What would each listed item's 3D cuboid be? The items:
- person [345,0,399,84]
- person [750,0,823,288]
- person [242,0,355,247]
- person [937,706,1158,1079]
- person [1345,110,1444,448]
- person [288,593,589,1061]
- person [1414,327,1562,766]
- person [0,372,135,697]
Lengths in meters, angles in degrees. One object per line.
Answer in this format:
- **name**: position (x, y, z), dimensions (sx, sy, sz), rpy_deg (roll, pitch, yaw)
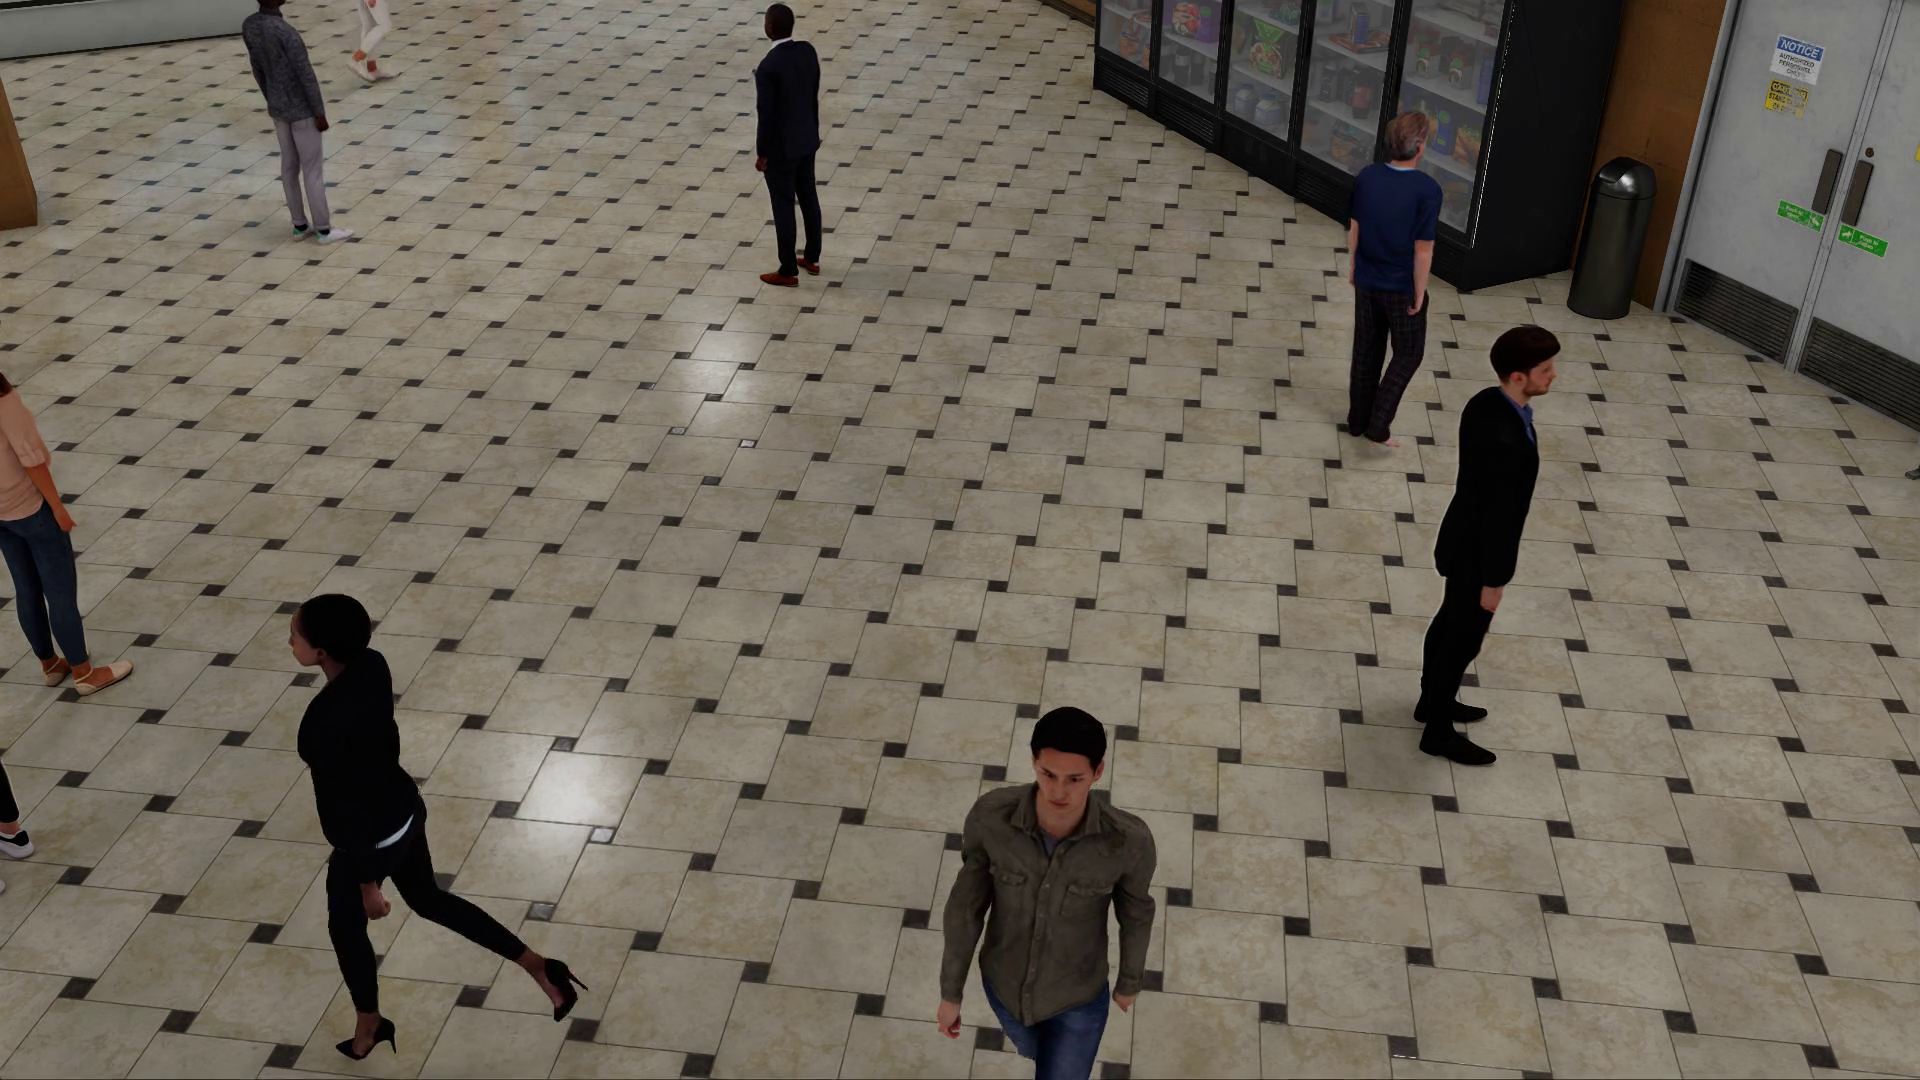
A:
- **person**: position (-5.299, -4.828, 14.562), dimensions (0.776, 1.681, 0.667), rpy_deg (-18, 36, -26)
- **person**: position (-1.101, -2.545, 10.757), dimensions (0.841, 1.824, 0.703), rpy_deg (24, 39, 34)
- **person**: position (-4.577, -2.942, 11.383), dimensions (0.764, 1.837, 0.771), rpy_deg (17, 36, 25)
- **person**: position (0.264, 1.191, 4.755), dimensions (1.182, 1.821, 1.246), rpy_deg (11, 34, 17)
- **person**: position (2.231, -1.324, 8.754), dimensions (0.834, 1.866, 0.900), rpy_deg (21, 38, 30)
- **person**: position (-1.689, 0.954, 5.153), dimensions (1.183, 1.803, 0.964), rpy_deg (2, 32, 3)
- **person**: position (2.054, 0.018, 6.575), dimensions (0.803, 1.892, 0.792), rpy_deg (5, 32, 8)
- **person**: position (-3.922, -0.141, 6.925), dimensions (0.670, 1.792, 0.718), rpy_deg (13, 34, 20)
